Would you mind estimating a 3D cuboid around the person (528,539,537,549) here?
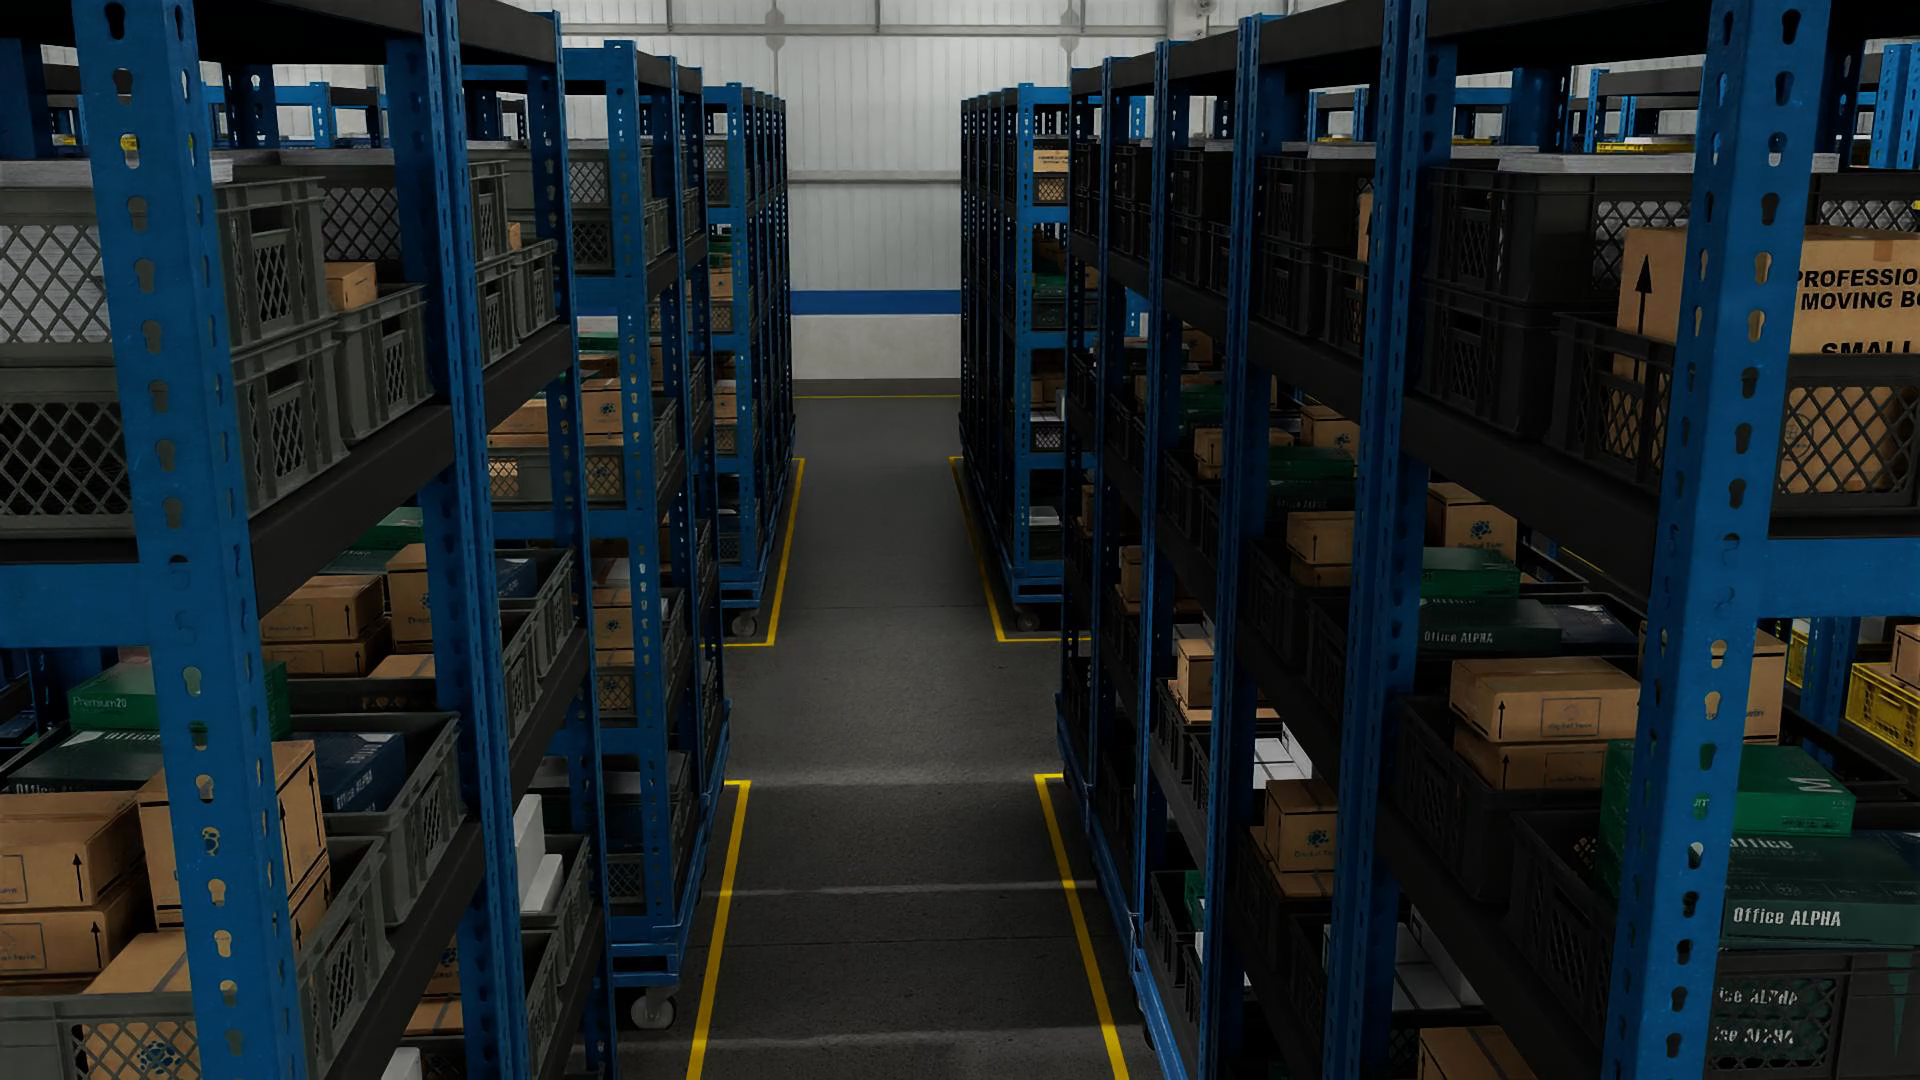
[{"bbox_3d":[-2.652,-0.202,10.487,0.415,1.985,0.611,-1,14,-4],"label":"person"}]
